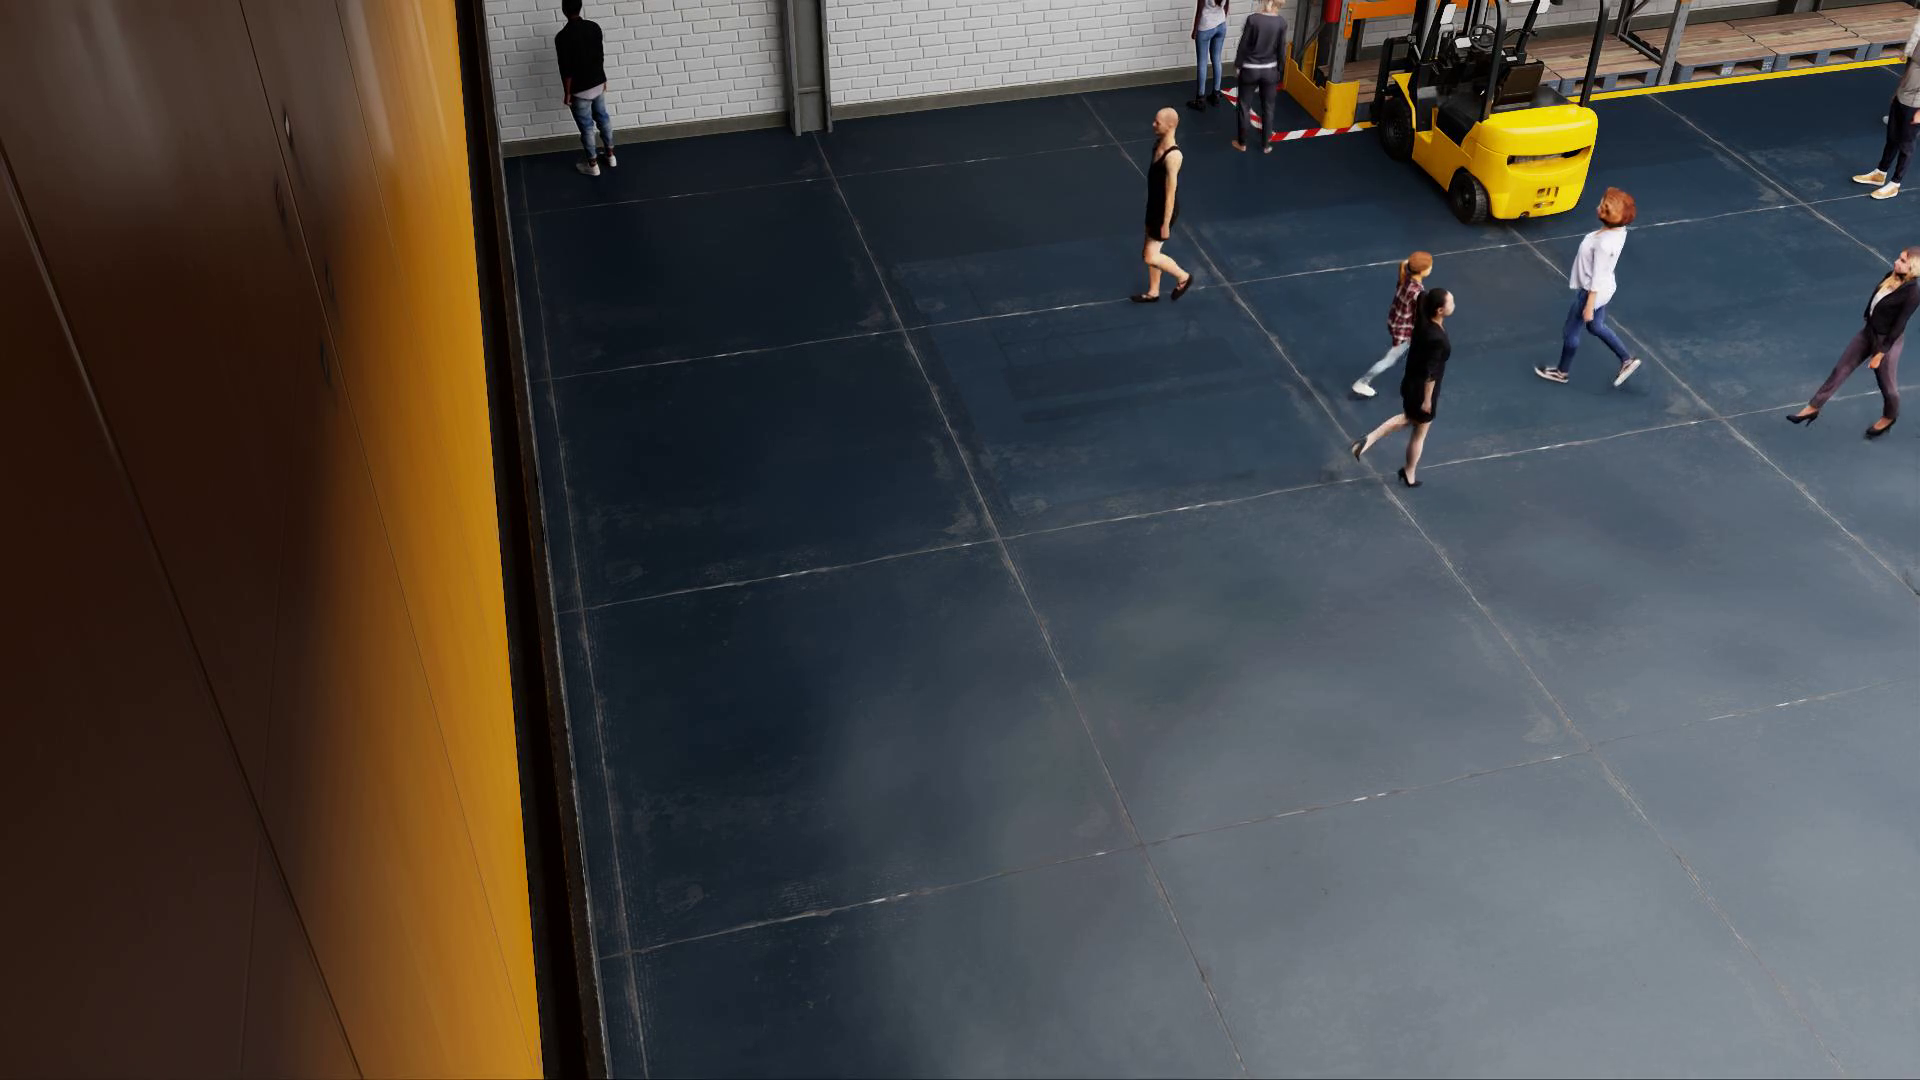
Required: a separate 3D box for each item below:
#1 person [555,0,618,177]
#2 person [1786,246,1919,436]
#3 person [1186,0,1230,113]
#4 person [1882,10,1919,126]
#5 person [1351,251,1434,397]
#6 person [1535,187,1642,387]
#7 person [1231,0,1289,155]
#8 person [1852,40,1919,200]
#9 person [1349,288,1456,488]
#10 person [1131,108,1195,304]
[{"bbox_3d":[-3.644,-4.453,16.192,0.850,1.814,0.749,28,46,30],"label":"person"},{"bbox_3d":[7.048,-1.455,12.588,1.104,1.626,0.773,-2,39,-2],"label":"person"},{"bbox_3d":[2.628,-5.354,17.397,0.557,1.719,0.701,-21,43,-24],"label":"person"},{"bbox_3d":[9.909,-5.008,17.028,0.609,1.637,0.746,4,39,5],"label":"person"},{"bbox_3d":[3.447,-1.674,13.140,0.939,1.279,0.636,-3,39,-3],"label":"person"},{"bbox_3d":[5.123,-1.957,13.166,1.086,1.690,1.041,19,42,22],"label":"person"},{"bbox_3d":[2.967,-4.695,16.579,0.619,1.709,0.771,-10,40,-13],"label":"person"},{"bbox_3d":[9.061,-4.183,15.795,0.624,1.888,0.691,-2,39,-3],"label":"person"},{"bbox_3d":[3.257,-1.091,12.084,0.887,1.687,0.729,1,39,1],"label":"person"},{"bbox_3d":[1.802,-2.803,14.132,0.776,1.807,0.702,-6,39,-7],"label":"person"}]
